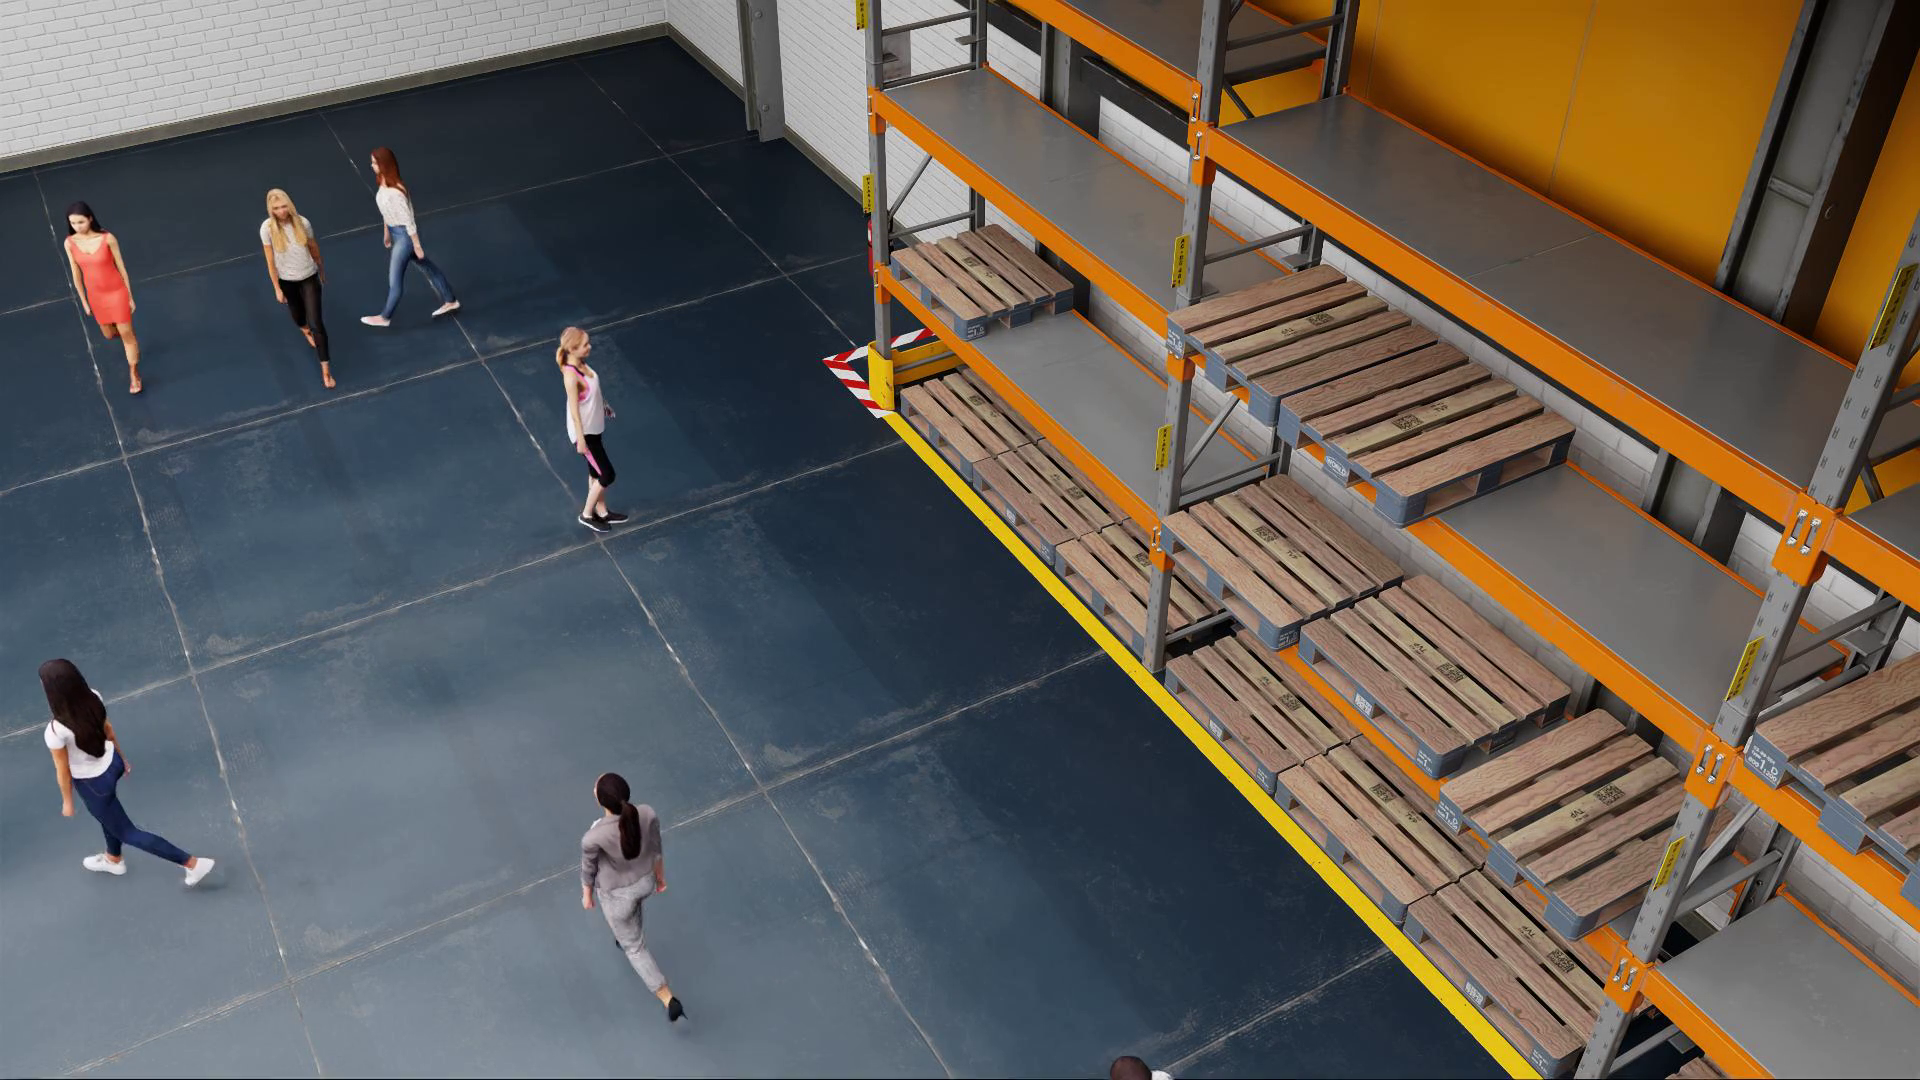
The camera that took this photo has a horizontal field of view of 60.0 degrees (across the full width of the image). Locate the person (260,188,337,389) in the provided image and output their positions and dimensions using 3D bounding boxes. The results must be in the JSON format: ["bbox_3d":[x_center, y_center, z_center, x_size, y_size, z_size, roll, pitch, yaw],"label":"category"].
[{"bbox_3d":[-5.670,-2.233,14.209,0.628,1.768,1.198,-19,42,-22],"label":"person"}]

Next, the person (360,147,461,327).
[{"bbox_3d":[-4.880,-2.710,14.873,0.686,1.684,1.055,-18,42,-21],"label":"person"}]

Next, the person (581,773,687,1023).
[{"bbox_3d":[-1.769,1.967,9.049,0.780,1.643,1.125,-31,48,-33],"label":"person"}]

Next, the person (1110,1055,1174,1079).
[{"bbox_3d":[0.722,2.893,7.738,0.695,1.832,0.718,-19,42,-22],"label":"person"}]

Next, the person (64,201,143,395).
[{"bbox_3d":[-7.205,-2.109,14.103,0.746,1.705,0.987,-8,39,-10],"label":"person"}]

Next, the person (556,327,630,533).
[{"bbox_3d":[-2.855,-0.820,12.430,0.789,1.781,0.679,-3,39,-4],"label":"person"}]

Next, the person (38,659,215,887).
[{"bbox_3d":[-4.904,1.413,9.660,1.070,1.747,1.132,2,39,2],"label":"person"}]
